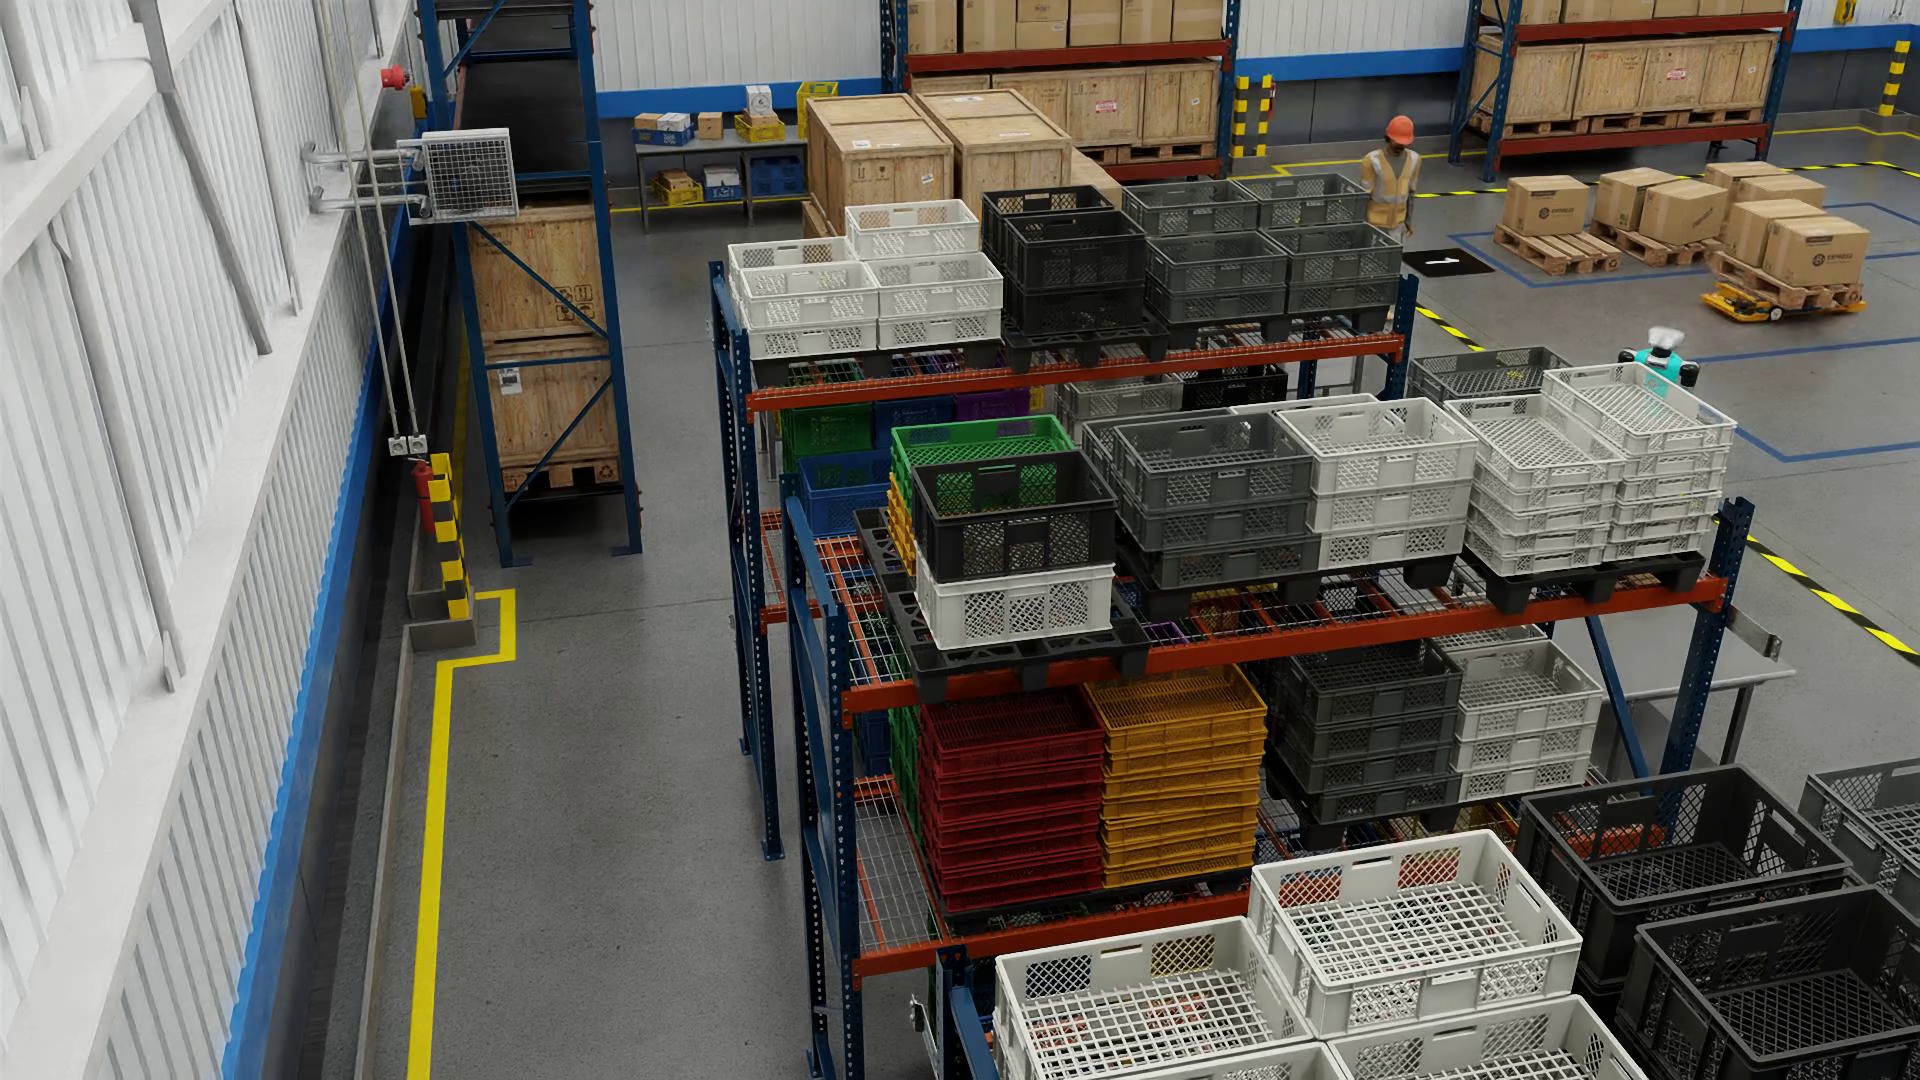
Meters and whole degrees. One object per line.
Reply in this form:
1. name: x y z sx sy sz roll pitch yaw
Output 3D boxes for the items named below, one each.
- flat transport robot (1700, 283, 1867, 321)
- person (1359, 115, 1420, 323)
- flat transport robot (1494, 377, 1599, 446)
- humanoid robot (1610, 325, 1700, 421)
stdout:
1. flat transport robot: 8.252 -2.440 16.647 1.431 0.197 0.652 -6 28 -12
2. person: 4.096 -3.063 15.969 0.604 2.033 0.391 -7 29 -13
3. flat transport robot: 4.780 -1.036 14.013 0.659 0.231 1.431 -6 28 -12
4. humanoid robot: 4.888 -0.776 11.802 0.533 1.675 0.735 16 32 28
